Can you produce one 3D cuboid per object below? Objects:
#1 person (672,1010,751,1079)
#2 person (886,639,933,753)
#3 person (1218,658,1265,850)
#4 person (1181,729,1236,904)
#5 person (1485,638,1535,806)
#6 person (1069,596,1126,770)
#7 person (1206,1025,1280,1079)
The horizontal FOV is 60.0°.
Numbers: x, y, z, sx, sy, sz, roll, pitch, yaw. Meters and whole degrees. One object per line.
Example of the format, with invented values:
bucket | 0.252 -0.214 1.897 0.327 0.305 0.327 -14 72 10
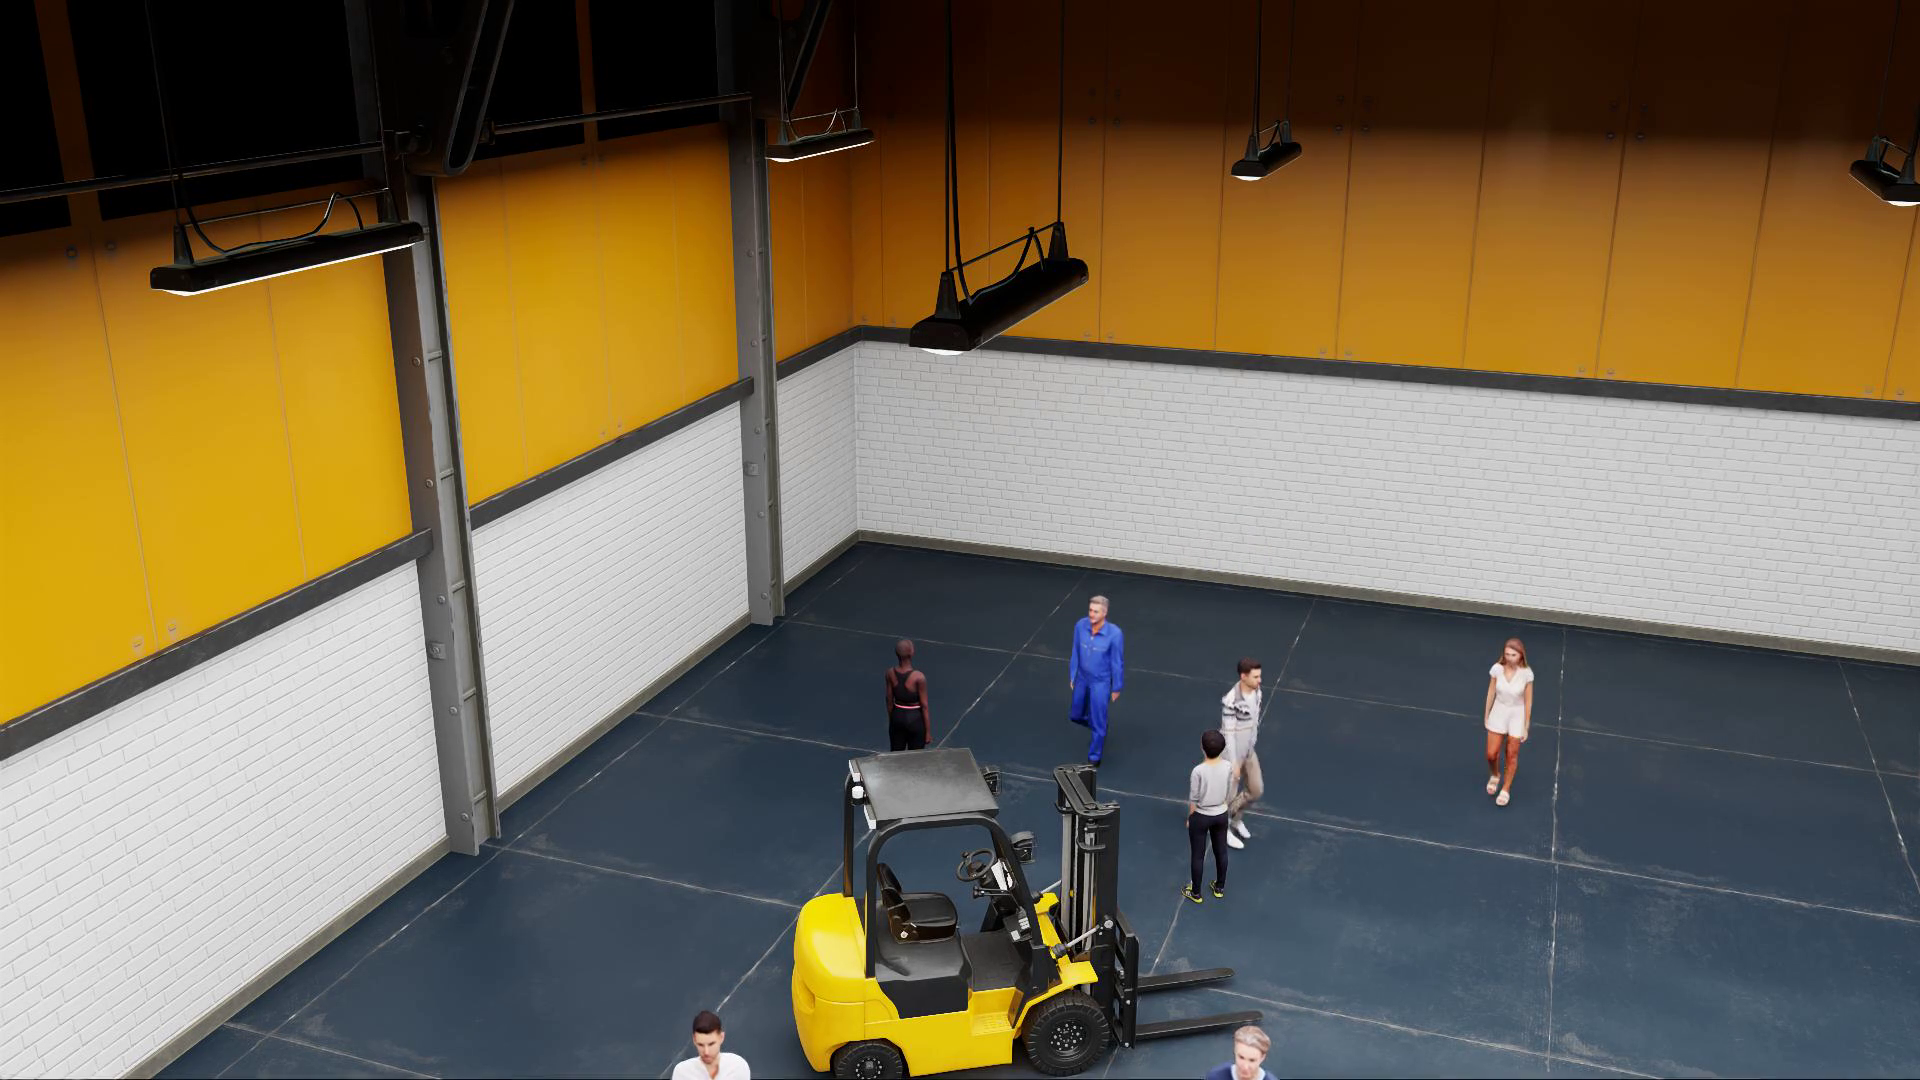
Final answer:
person | -1.464 3.580 9.887 0.834 1.849 0.973 -2 19 -6
person | -0.500 1.741 15.490 0.579 1.758 0.526 8 20 21
person | 2.426 1.877 14.966 0.740 1.835 0.848 -17 25 -41
person | 2.113 2.325 14.076 0.615 1.554 0.661 -7 20 -19
person | 5.225 1.680 15.792 0.611 1.681 0.647 9 20 24
person | 1.374 1.375 16.488 0.869 1.814 0.940 12 22 32
person | 1.630 3.627 9.748 0.764 1.848 1.113 10 21 26
